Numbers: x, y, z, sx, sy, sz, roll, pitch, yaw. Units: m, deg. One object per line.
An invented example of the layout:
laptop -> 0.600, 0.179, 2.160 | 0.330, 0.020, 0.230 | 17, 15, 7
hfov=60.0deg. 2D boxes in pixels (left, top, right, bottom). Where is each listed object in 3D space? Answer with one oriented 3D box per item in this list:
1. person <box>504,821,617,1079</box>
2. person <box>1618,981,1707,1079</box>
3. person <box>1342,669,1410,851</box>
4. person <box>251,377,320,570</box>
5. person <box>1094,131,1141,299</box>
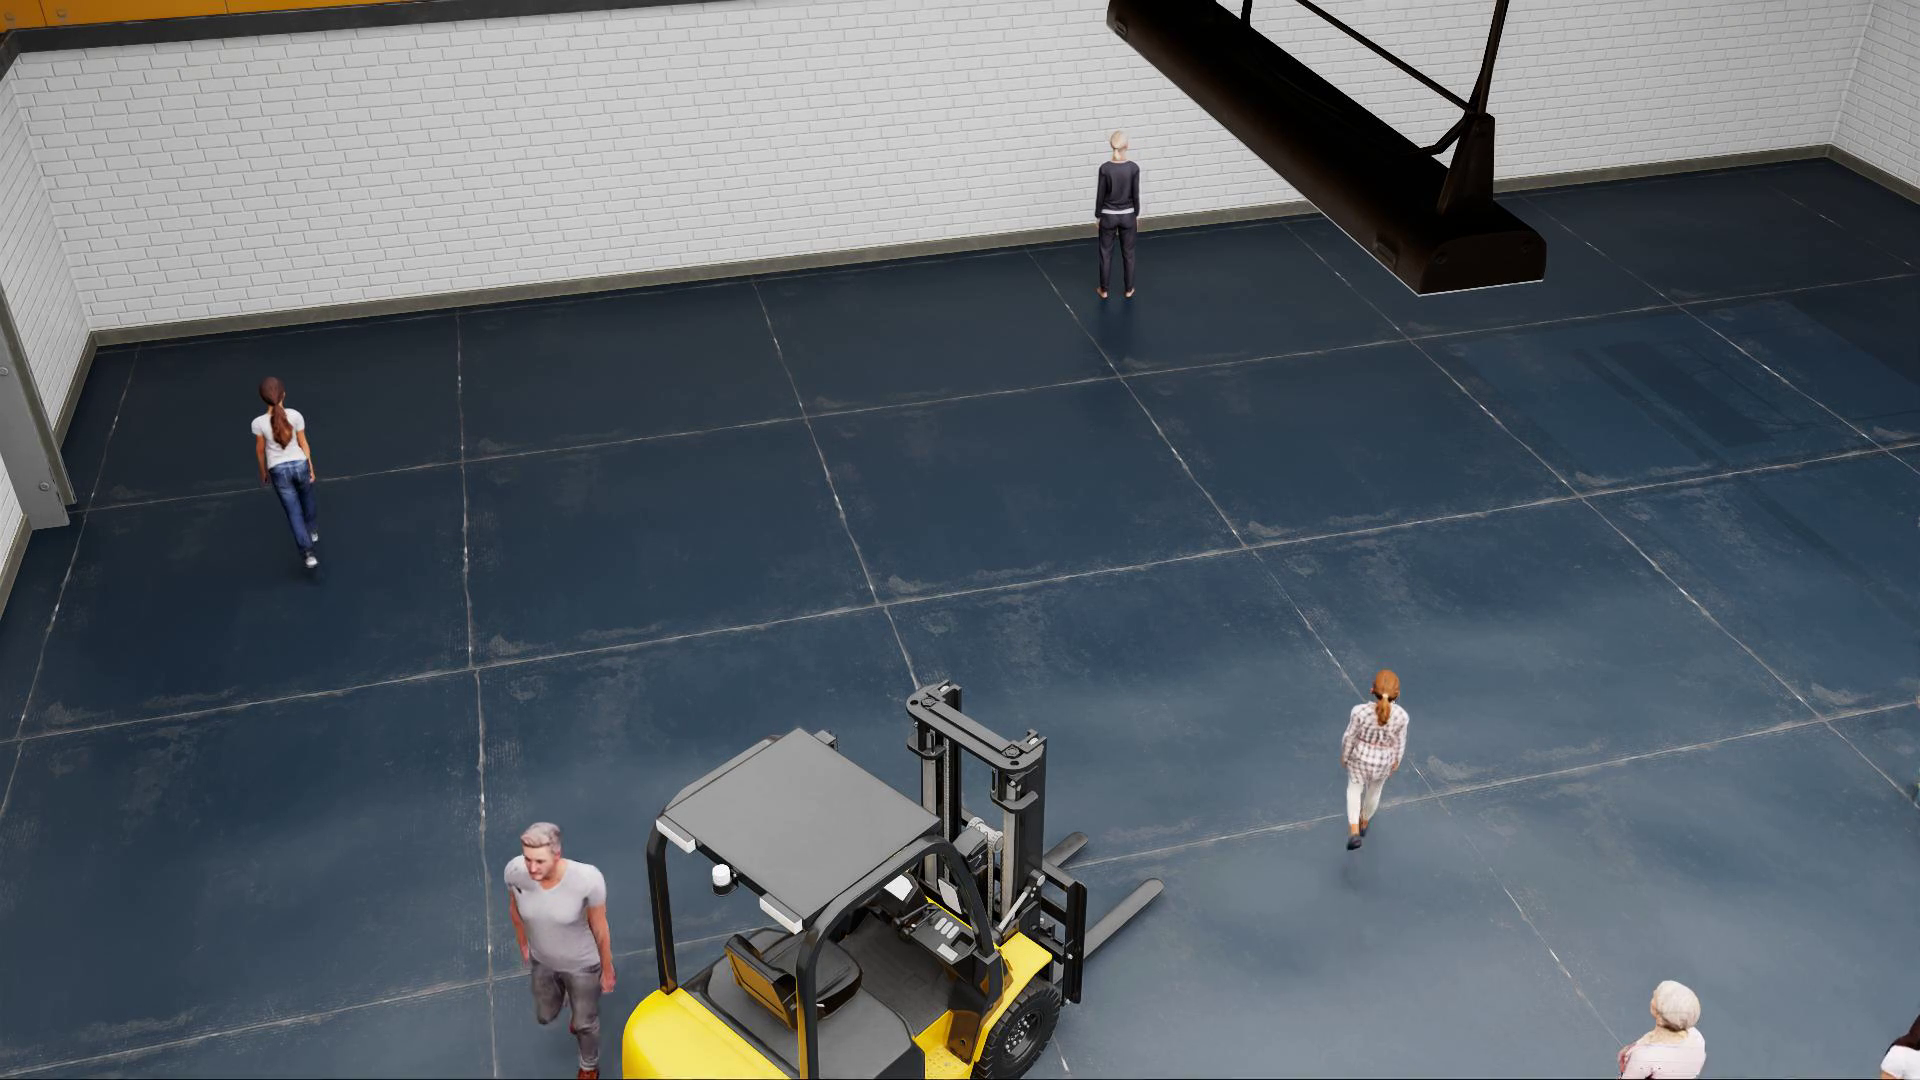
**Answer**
person -> -1.991, 2.081, 8.561 | 0.907, 1.813, 1.026 | 5, 34, 8
person -> 3.210, 2.740, 7.692 | 0.697, 1.678, 0.894 | -16, 37, -23
person -> 2.506, 1.364, 10.103 | 0.723, 1.300, 0.858 | 6, 34, 10
person -> -5.108, -0.492, 12.687 | 0.694, 1.531, 1.087 | -16, 37, -23
person -> 1.583, -3.259, 16.673 | 0.660, 1.726, 0.614 | 0, 34, 0
